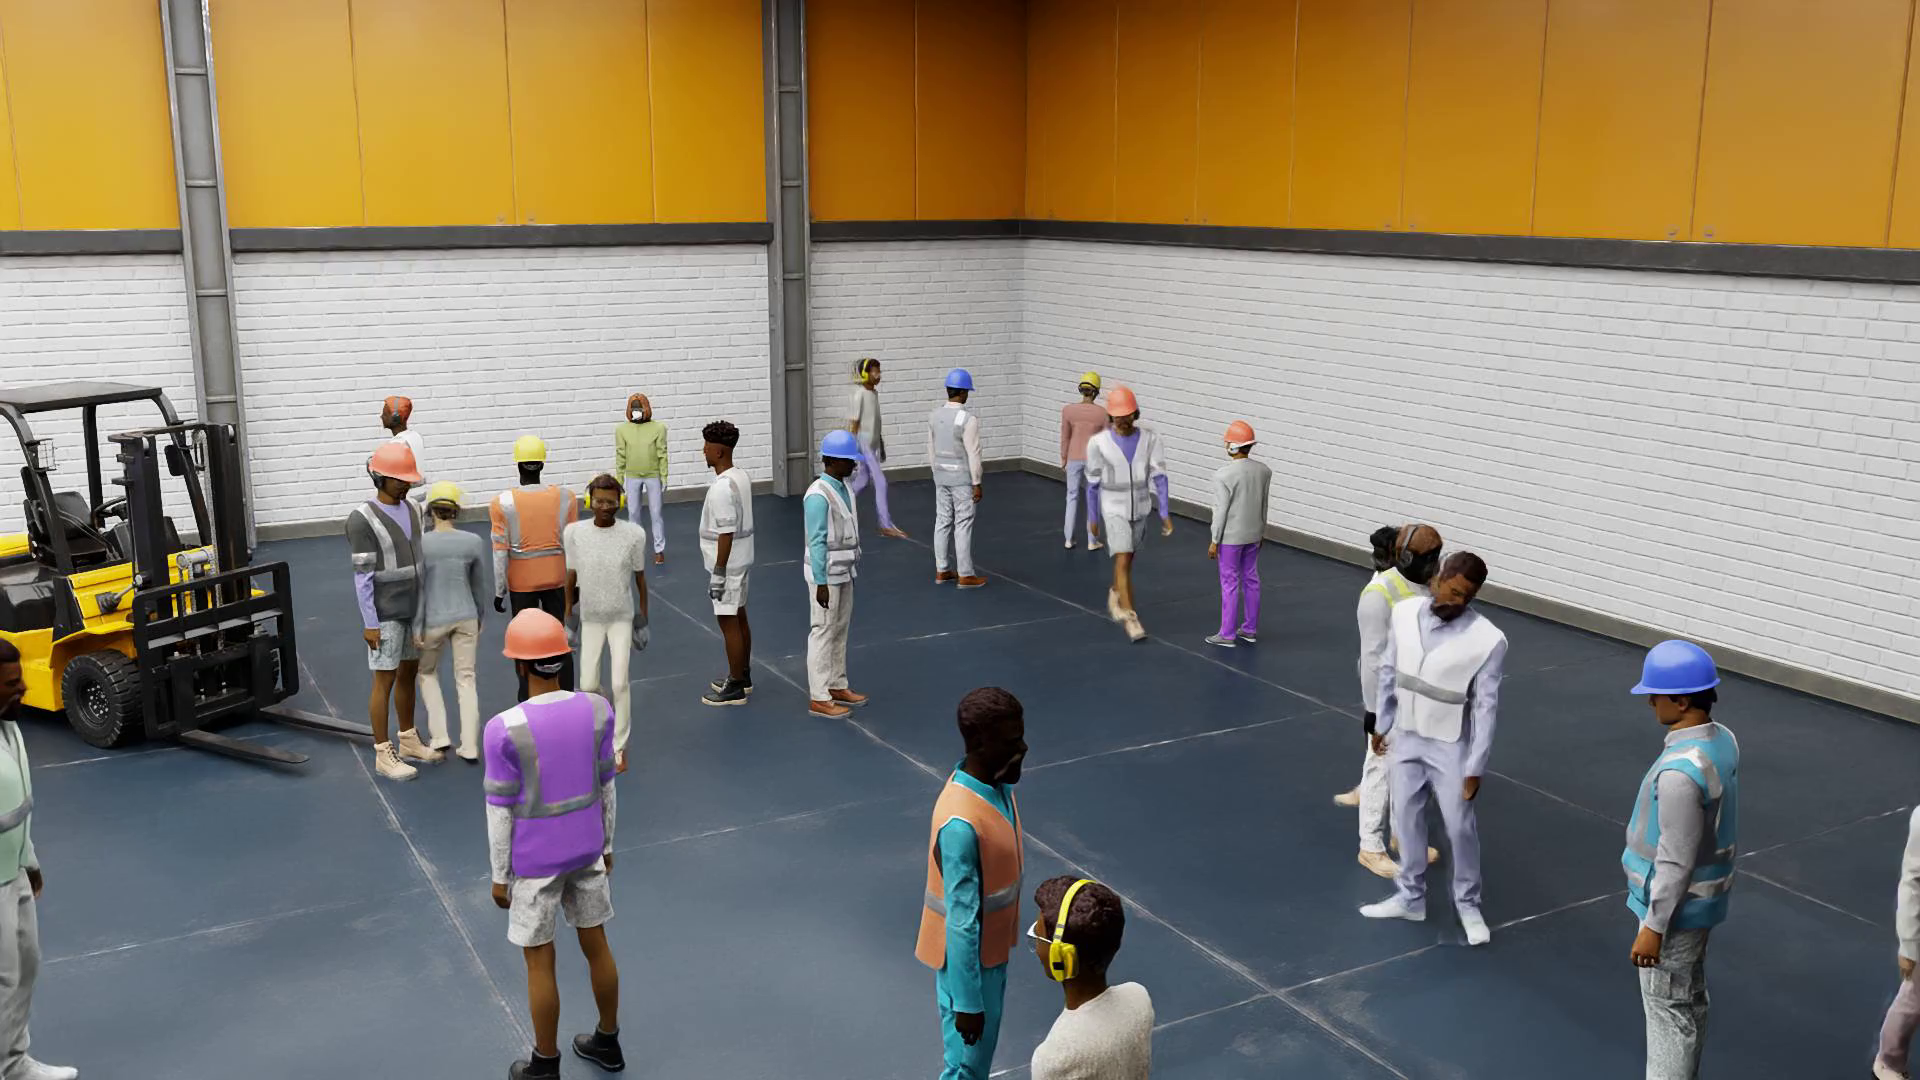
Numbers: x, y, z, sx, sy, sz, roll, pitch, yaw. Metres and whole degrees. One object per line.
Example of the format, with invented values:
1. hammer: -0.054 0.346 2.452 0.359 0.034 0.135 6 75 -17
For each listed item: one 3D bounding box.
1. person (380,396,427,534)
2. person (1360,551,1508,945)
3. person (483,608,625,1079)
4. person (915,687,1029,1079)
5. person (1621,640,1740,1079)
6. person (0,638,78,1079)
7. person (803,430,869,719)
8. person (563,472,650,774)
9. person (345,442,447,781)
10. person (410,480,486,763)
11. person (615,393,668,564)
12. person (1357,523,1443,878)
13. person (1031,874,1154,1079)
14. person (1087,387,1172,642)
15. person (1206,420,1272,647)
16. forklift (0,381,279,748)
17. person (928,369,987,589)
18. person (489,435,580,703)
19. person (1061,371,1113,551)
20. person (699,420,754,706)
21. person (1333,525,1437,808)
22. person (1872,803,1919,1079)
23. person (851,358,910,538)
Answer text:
1. person: -4.464 -0.223 13.377 0.353 1.884 0.577 0 12 -1
2. person: 2.281 0.956 7.864 0.364 1.884 0.703 -9 15 -37
3. person: -1.609 1.214 6.547 0.544 1.928 0.401 -11 16 -42
4. person: 0.045 1.414 5.621 0.371 1.916 0.597 2 12 9
5. person: 2.597 1.309 6.067 0.398 1.939 0.602 8 14 33
6. person: -3.652 1.287 6.260 0.404 1.907 0.607 -3 12 -15
7. person: -0.838 0.224 11.159 0.415 1.940 0.605 4 13 17
8. person: -2.158 0.483 10.141 0.533 1.852 0.477 -1 12 -7
9. person: -3.376 0.417 10.024 0.383 2.036 0.605 4 13 17
10. person: -3.157 0.507 10.286 0.542 1.731 0.516 -9 15 -37
11. person: -2.984 -0.575 15.643 0.494 1.624 0.279 0 12 -1
12. person: 2.319 0.814 8.619 0.633 1.839 0.429 -9 15 -37
13. person: 0.304 1.745 4.226 0.329 1.861 0.504 7 14 31
14. person: 1.318 -0.233 13.216 0.614 1.984 1.107 -3 12 -12
15. person: 2.144 -0.052 12.870 0.566 1.755 0.321 -9 15 -35
16. forklift: -5.853 0.085 11.199 2.313 2.155 1.214 7 14 28
17. person: -0.026 -0.541 14.721 0.390 1.945 0.603 -11 16 -43
18. person: -2.800 0.264 10.990 0.594 1.926 0.367 -8 14 -32
19. person: 1.239 -0.768 16.241 0.530 1.755 0.342 4 13 18
20. person: -1.601 0.153 11.418 0.361 1.965 0.613 1 12 5
21. person: 2.518 0.725 9.443 0.661 1.663 0.522 1 12 3
22. person: 3.687 1.425 6.069 0.587 1.692 0.913 0 12 1
23. person: -0.980 -0.948 16.904 0.941 1.836 0.529 4 13 18
